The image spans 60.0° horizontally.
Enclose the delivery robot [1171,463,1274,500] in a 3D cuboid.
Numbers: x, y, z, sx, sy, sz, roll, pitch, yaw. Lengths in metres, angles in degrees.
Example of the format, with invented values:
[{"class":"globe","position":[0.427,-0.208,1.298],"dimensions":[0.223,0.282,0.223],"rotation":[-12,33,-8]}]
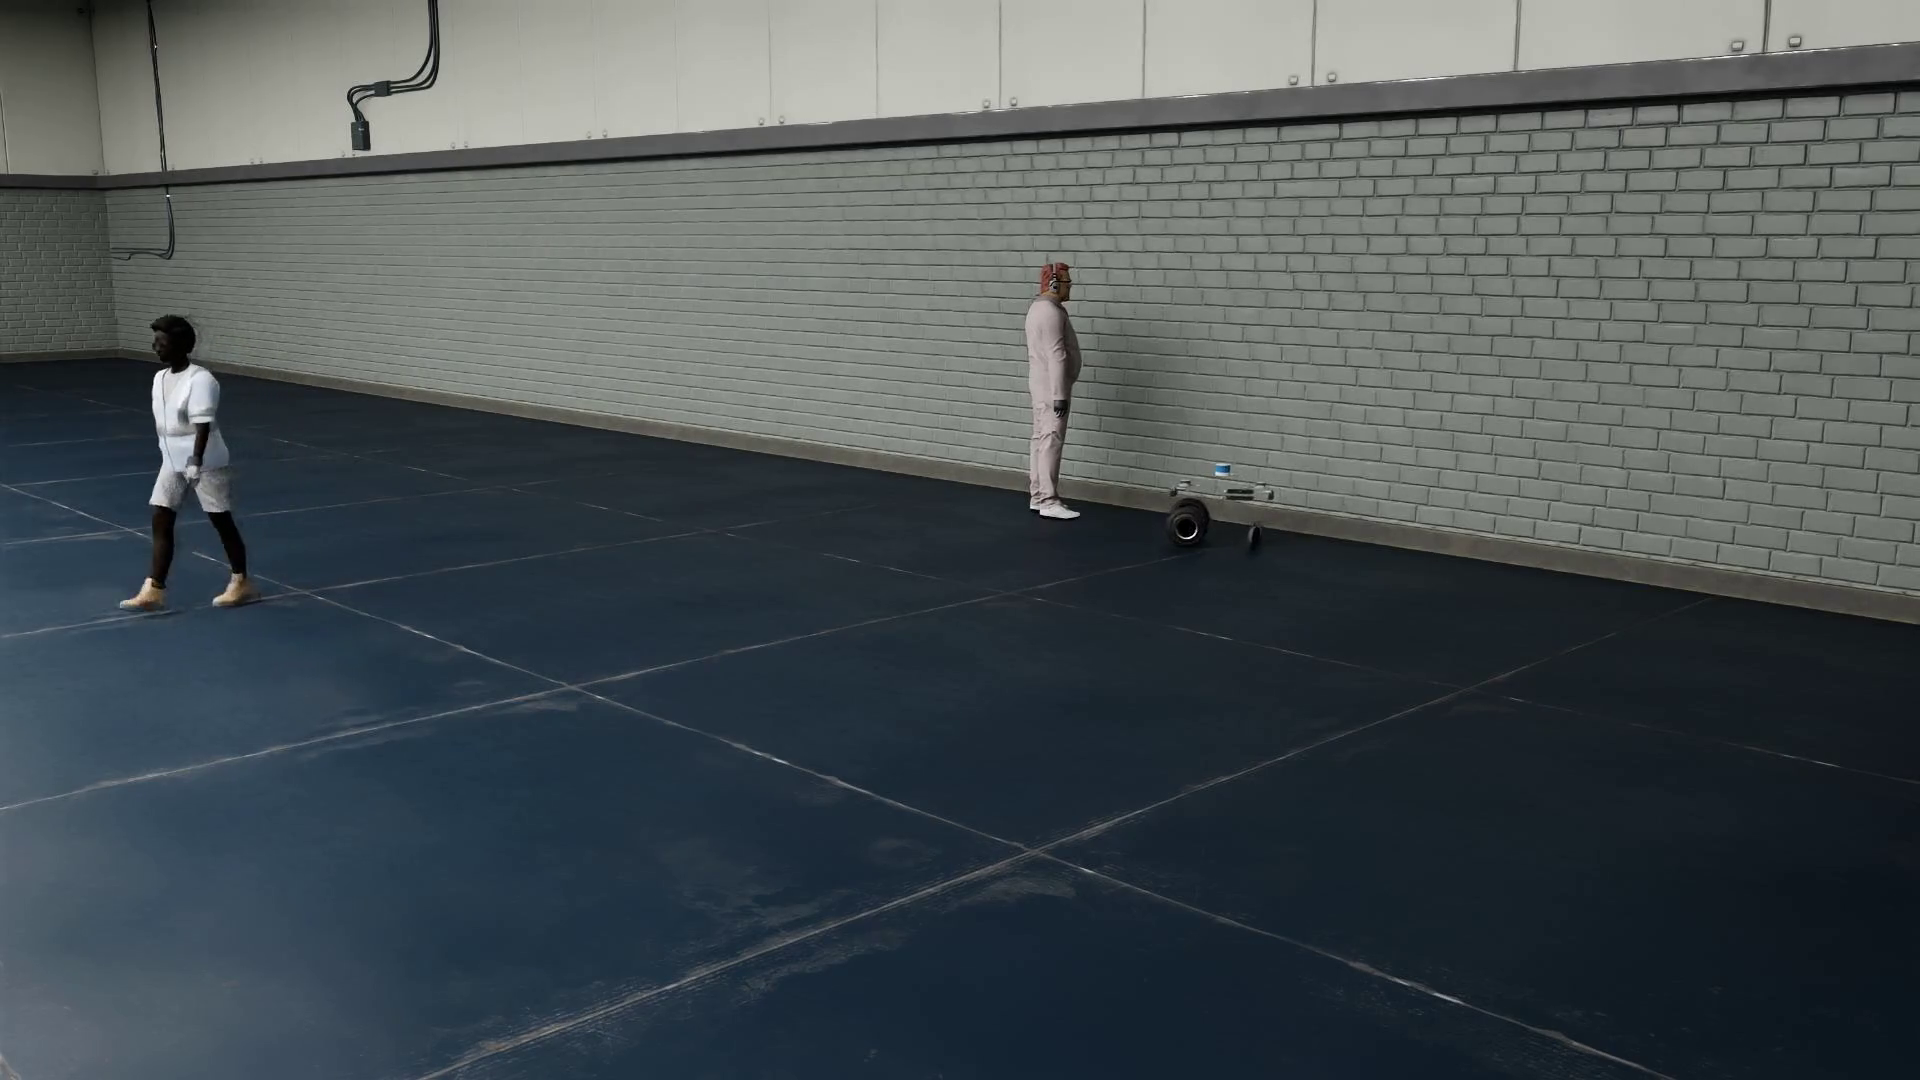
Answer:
[{"class":"delivery robot","position":[1.815,-0.414,11.494],"dimensions":[0.698,0.223,0.335],"rotation":[2,11,9]}]

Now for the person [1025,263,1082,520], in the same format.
[{"class":"person","position":[0.710,-1.121,12.508],"dimensions":[0.409,1.907,0.651],"rotation":[-2,11,-10]}]

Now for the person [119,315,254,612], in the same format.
[{"class":"person","position":[-4.368,-0.408,9.279],"dimensions":[0.548,1.663,0.801],"rotation":[6,12,28]}]
